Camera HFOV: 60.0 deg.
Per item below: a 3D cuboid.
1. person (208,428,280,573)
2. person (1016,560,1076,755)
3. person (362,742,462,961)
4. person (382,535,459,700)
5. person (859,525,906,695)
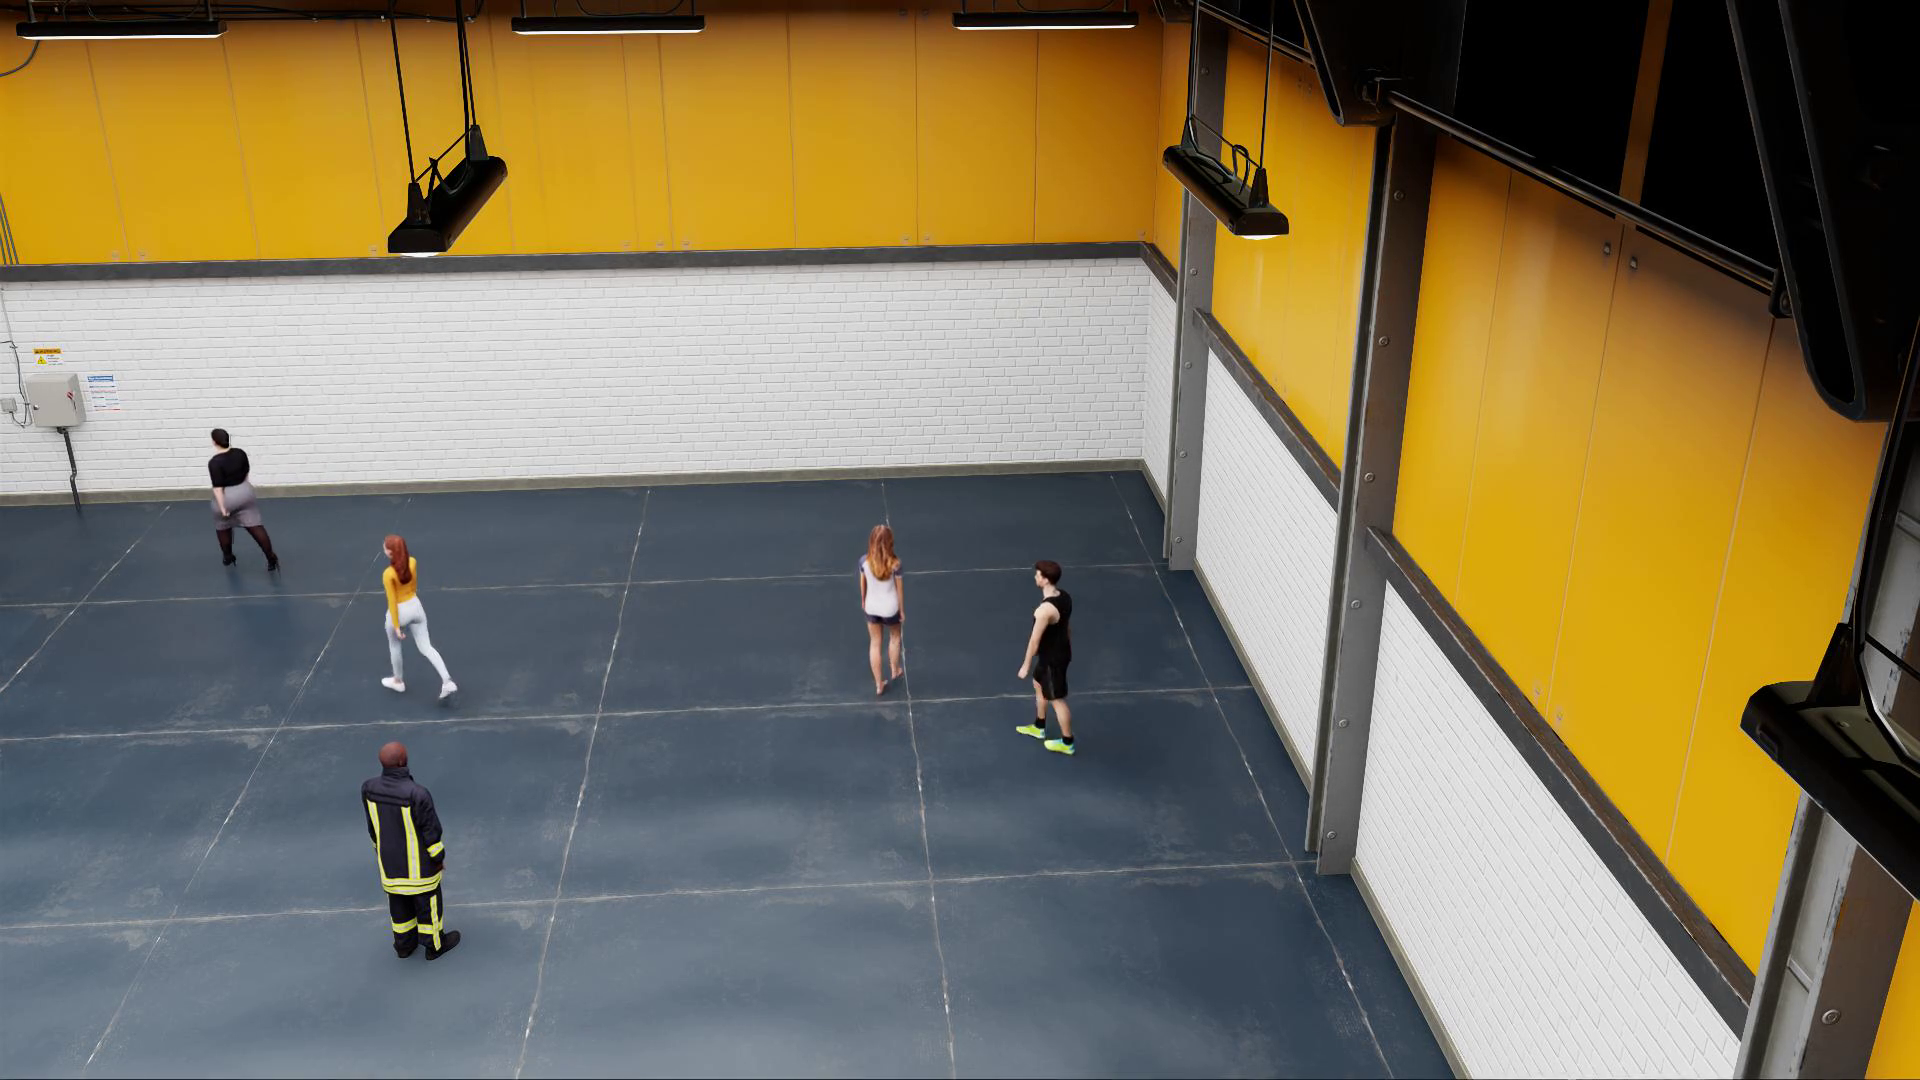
[{"bbox_3d":[-8.046,-0.398,18.642,1.160,1.719,1.129,17,29,34],"label":"person"},{"bbox_3d":[0.923,1.087,15.060,0.951,1.867,0.924,8,25,18],"label":"person"},{"bbox_3d":[-4.102,2.294,12.354,0.832,1.823,0.800,6,24,13],"label":"person"},{"bbox_3d":[-5.242,0.767,15.983,1.125,1.714,1.156,15,28,30],"label":"person"},{"bbox_3d":[-0.772,0.709,16.117,0.737,1.714,0.823,4,24,10],"label":"person"}]
